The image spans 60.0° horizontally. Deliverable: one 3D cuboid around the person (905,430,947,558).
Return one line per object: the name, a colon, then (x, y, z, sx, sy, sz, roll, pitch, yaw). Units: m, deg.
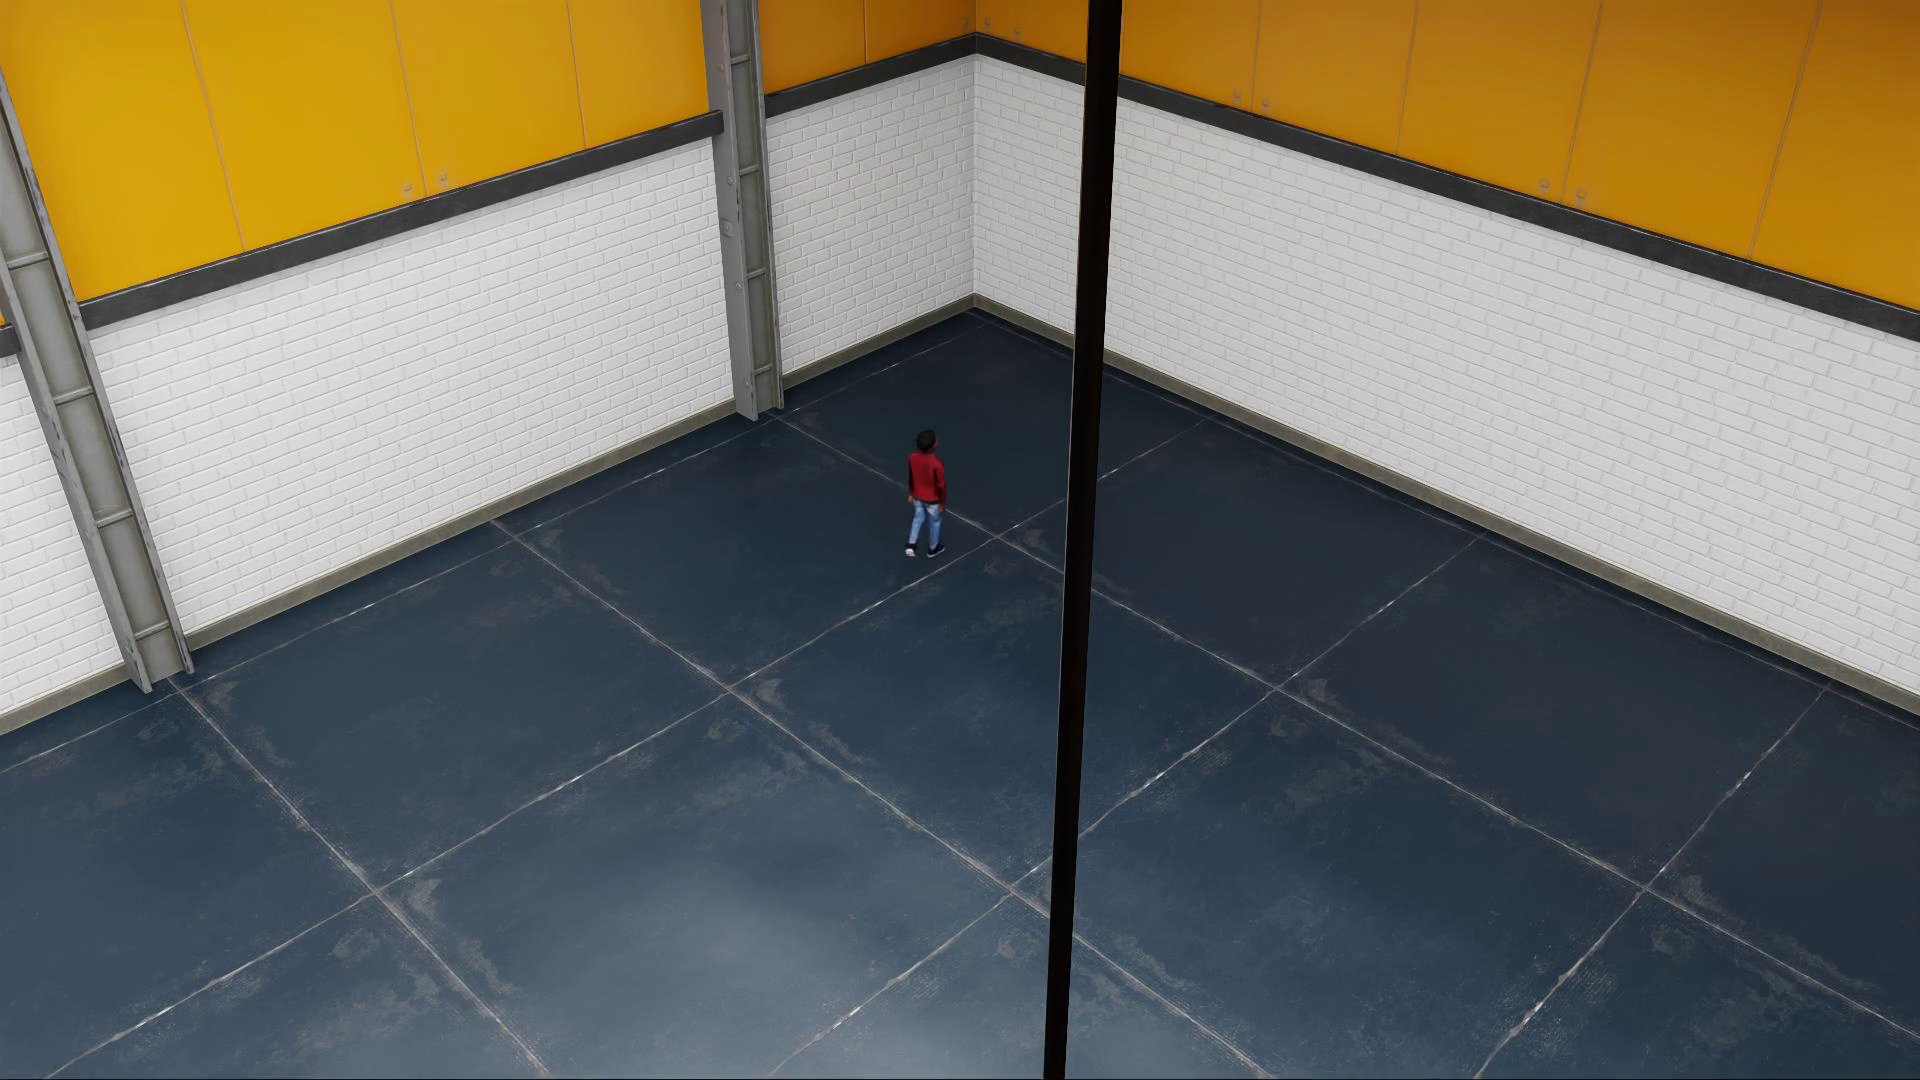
person: (-0.306, -0.354, 13.966, 0.601, 1.245, 0.723, 18, 37, 24)
